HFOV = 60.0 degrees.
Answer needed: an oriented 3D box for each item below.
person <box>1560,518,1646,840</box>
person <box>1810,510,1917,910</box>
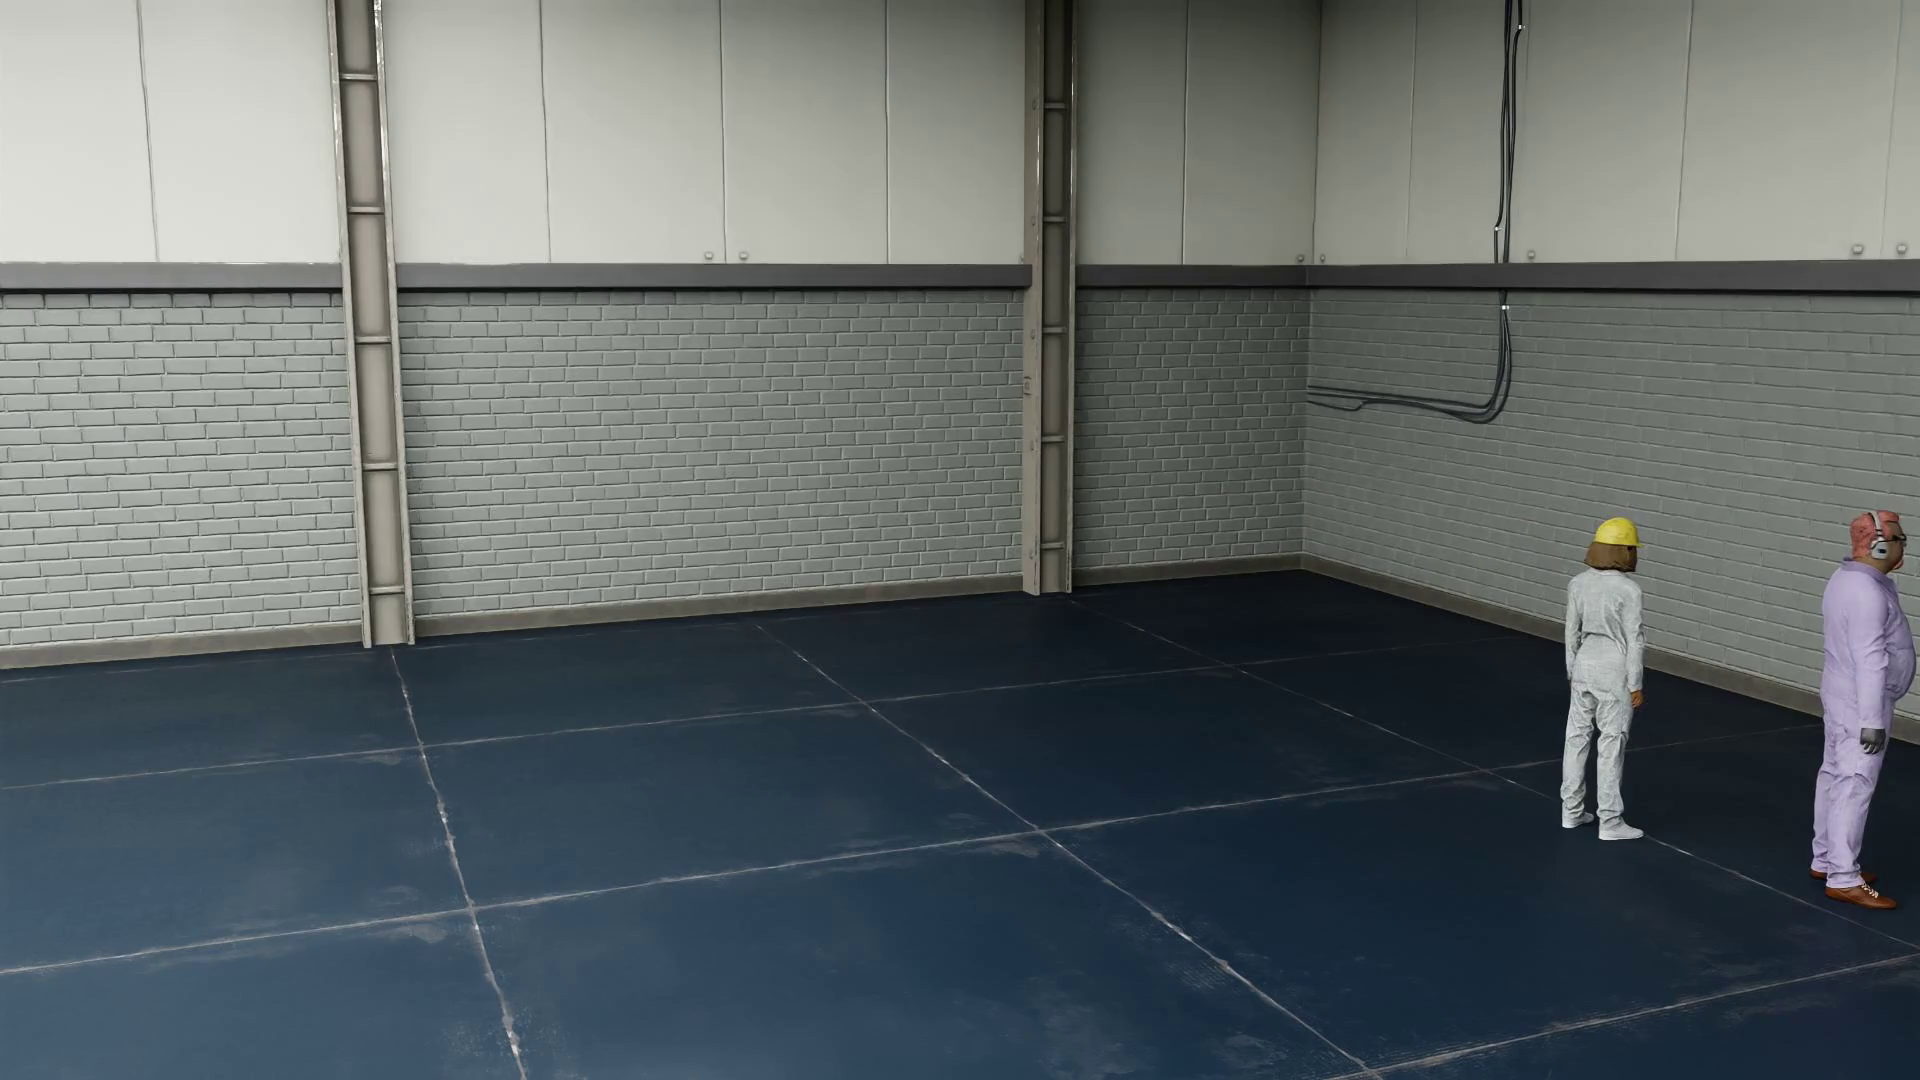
[{"bbox_3d":[3.501,0.743,9.004,0.312,1.737,0.483,-5,10,-28],"label":"person"},{"bbox_3d":[4.393,0.804,8.074,0.408,1.913,0.642,3,9,16],"label":"person"}]
